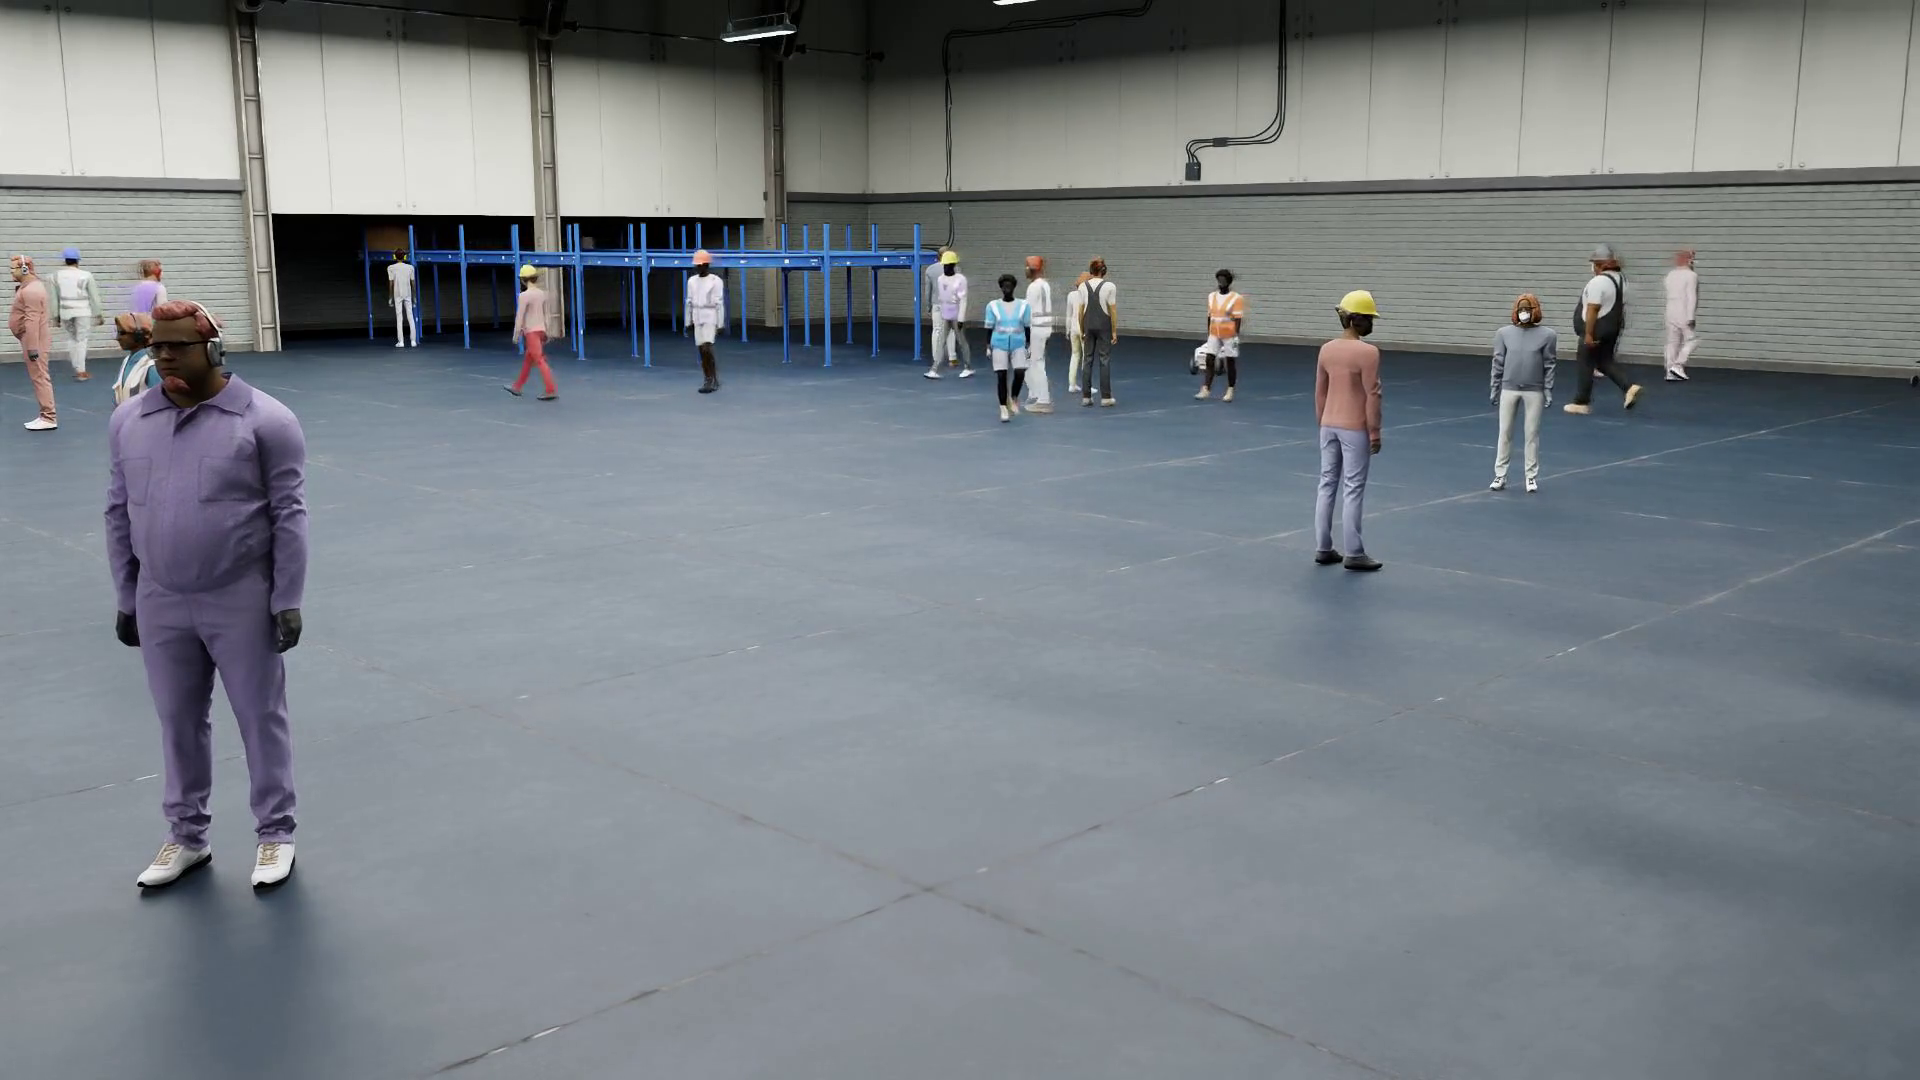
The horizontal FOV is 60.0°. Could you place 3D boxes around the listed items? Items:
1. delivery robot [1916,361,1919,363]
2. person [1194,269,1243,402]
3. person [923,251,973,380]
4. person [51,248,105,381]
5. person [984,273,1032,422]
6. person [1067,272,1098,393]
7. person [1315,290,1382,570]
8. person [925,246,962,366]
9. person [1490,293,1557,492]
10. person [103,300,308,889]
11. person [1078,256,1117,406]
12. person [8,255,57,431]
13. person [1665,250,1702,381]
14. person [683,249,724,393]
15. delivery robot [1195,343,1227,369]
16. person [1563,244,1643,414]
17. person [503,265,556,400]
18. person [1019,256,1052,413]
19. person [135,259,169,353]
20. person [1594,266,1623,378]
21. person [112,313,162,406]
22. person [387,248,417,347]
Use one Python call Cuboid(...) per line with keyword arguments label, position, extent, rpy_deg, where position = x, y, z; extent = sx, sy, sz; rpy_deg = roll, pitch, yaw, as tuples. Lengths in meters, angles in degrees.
Cuboid(label="delivery robot", position=(13.855, -2.619, 23.514), extent=(0.698, 0.223, 0.335), rpy_deg=(-4, 11, -22))
Cuboid(label="person", position=(3.282, -2.569, 21.024), extent=(0.558, 1.668, 0.745), rpy_deg=(9, 13, 39))
Cuboid(label="person", position=(-0.130, -3.312, 24.554), extent=(0.609, 1.872, 1.015), rpy_deg=(9, 14, 40))
Cuboid(label="person", position=(-12.939, -3.319, 24.468), extent=(0.635, 1.919, 0.775), rpy_deg=(0, 10, 0))
Cuboid(label="person", position=(0.547, -2.193, 18.948), extent=(0.554, 1.679, 0.368), rpy_deg=(0, 10, -2))
Cuboid(label="person", position=(1.670, -2.786, 22.360), extent=(0.525, 1.625, 0.326), rpy_deg=(9, 13, 39))
Cuboid(label="person", position=(2.487, -0.701, 10.615), extent=(0.329, 1.764, 0.524), rpy_deg=(-6, 12, -30))
Cuboid(label="person", position=(-0.264, -3.800, 27.031), extent=(0.629, 1.939, 0.372), rpy_deg=(3, 11, 18))
Cuboid(label="person", position=(4.672, -1.227, 13.830), extent=(0.507, 1.633, 0.276), rpy_deg=(5, 11, 24))
Cuboid(label="person", position=(-2.443, 0.184, 5.390), extent=(0.642, 1.908, 0.407), rpy_deg=(0, 10, 0))
Cuboid(label="person", position=(1.718, -2.601, 20.747), extent=(0.508, 1.846, 0.345), rpy_deg=(4, 11, 23))
Cuboid(label="person", position=(-10.172, -2.161, 18.215), extent=(0.401, 1.899, 0.636), rpy_deg=(-5, 11, -25))
Cuboid(label="person", position=(10.484, -3.238, 24.080), extent=(0.431, 1.891, 0.676), rpy_deg=(-2, 11, -10))
Cuboid(label="person", position=(-3.462, -2.930, 22.356), extent=(0.547, 1.921, 0.497), rpy_deg=(6, 12, 30))
Cuboid(label="delivery robot", position=(3.864, -2.868, 25.583), extent=(0.477, 0.478, 0.707), rpy_deg=(4, 11, 23))
Cuboid(label="person", position=(7.663, -2.492, 19.732), extent=(0.689, 2.000, 0.782), rpy_deg=(-9, 14, -41))
Cuboid(label="person", position=(-5.599, -2.680, 21.485), extent=(0.877, 1.717, 0.547), rpy_deg=(3, 11, 17))
Cuboid(label="person", position=(0.850, -2.469, 19.982), extent=(0.575, 1.868, 0.579), rpy_deg=(3, 11, 15))
Cuboid(label="person", position=(-9.810, -2.488, 20.185), extent=(0.613, 1.820, 0.555), rpy_deg=(8, 13, 37))
Cuboid(label="person", position=(9.677, -3.271, 24.828), extent=(0.530, 1.689, 0.322), rpy_deg=(-5, 12, -25))
Cuboid(label="person", position=(-5.052, -0.592, 10.354), extent=(0.523, 1.638, 0.310), rpy_deg=(10, 14, 42))
Cuboid(label="person", position=(-10.623, -4.615, 31.657), extent=(0.520, 1.873, 0.335), rpy_deg=(-5, 12, -27))
